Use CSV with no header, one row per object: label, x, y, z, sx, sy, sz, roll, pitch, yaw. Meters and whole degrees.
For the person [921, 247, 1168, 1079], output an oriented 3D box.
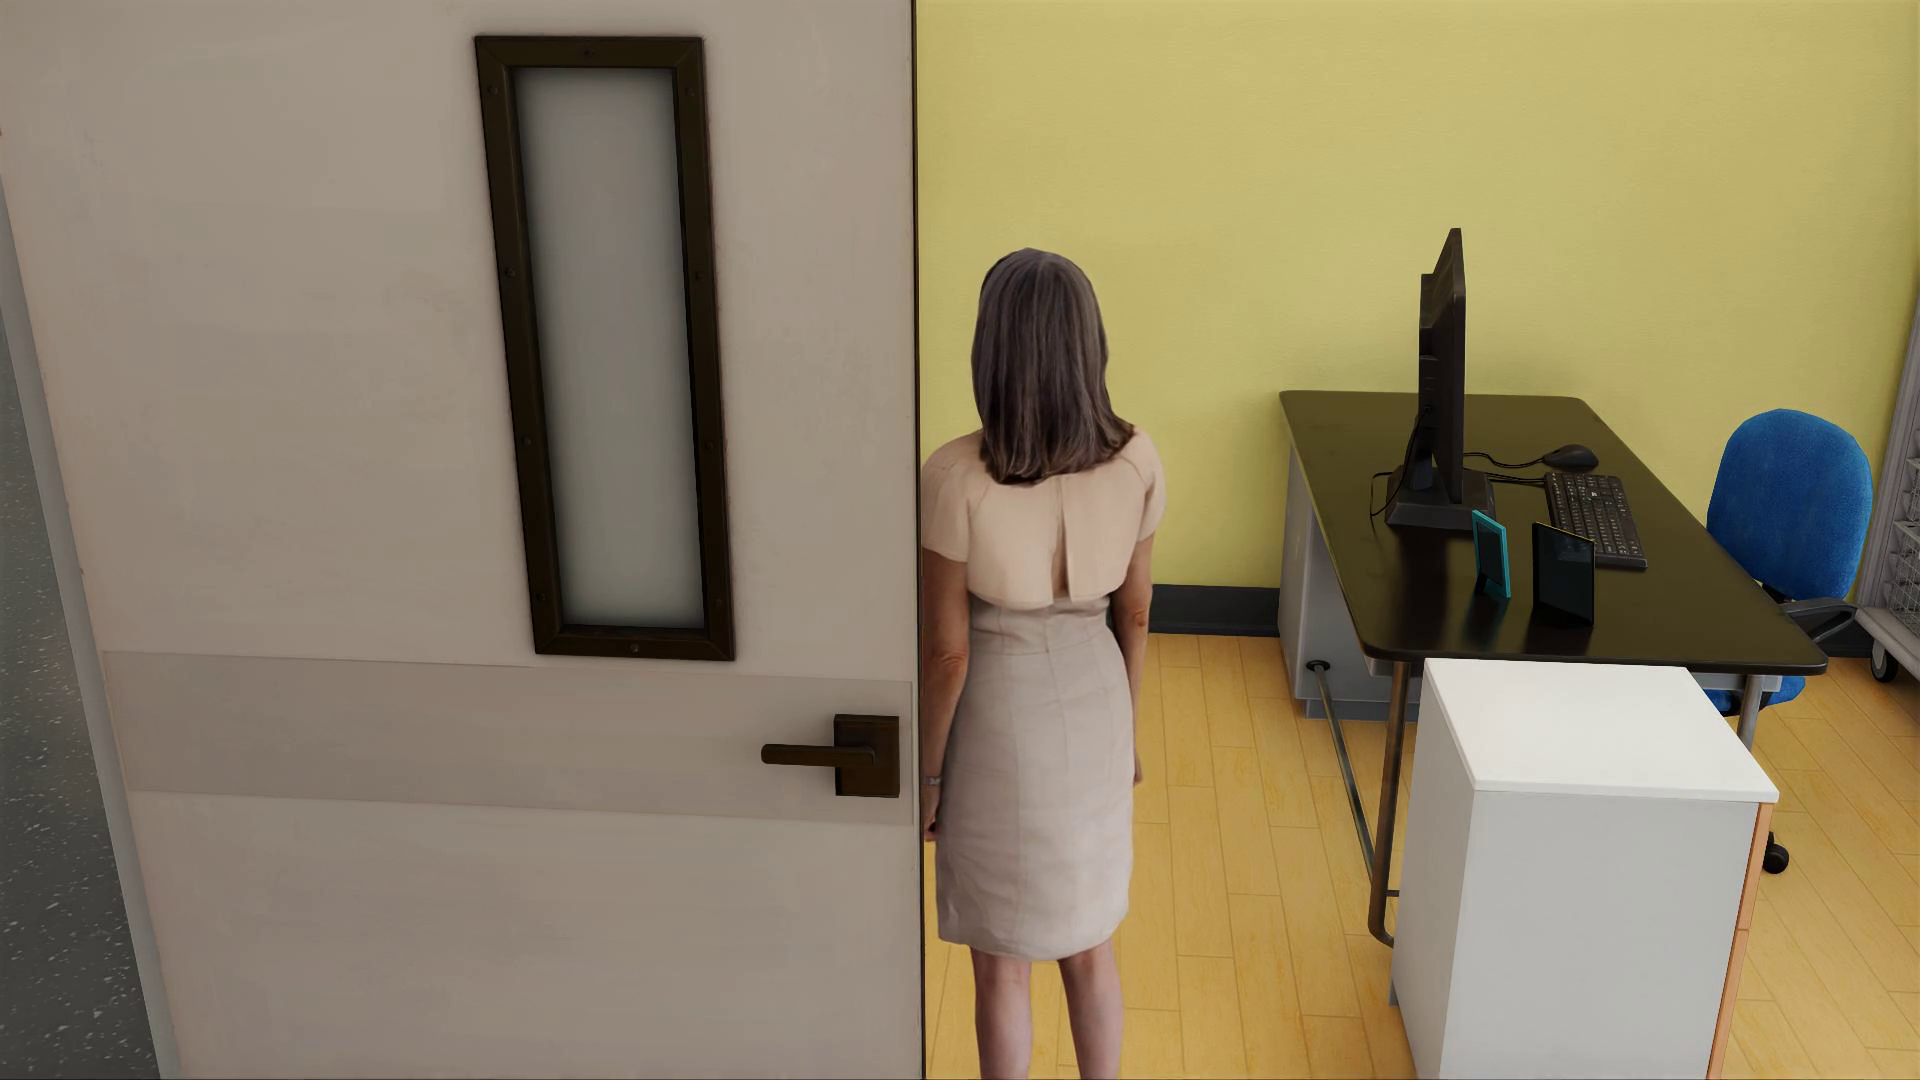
person,0.125,0.388,2.755,0.688,1.731,0.701,-9,22,-22
